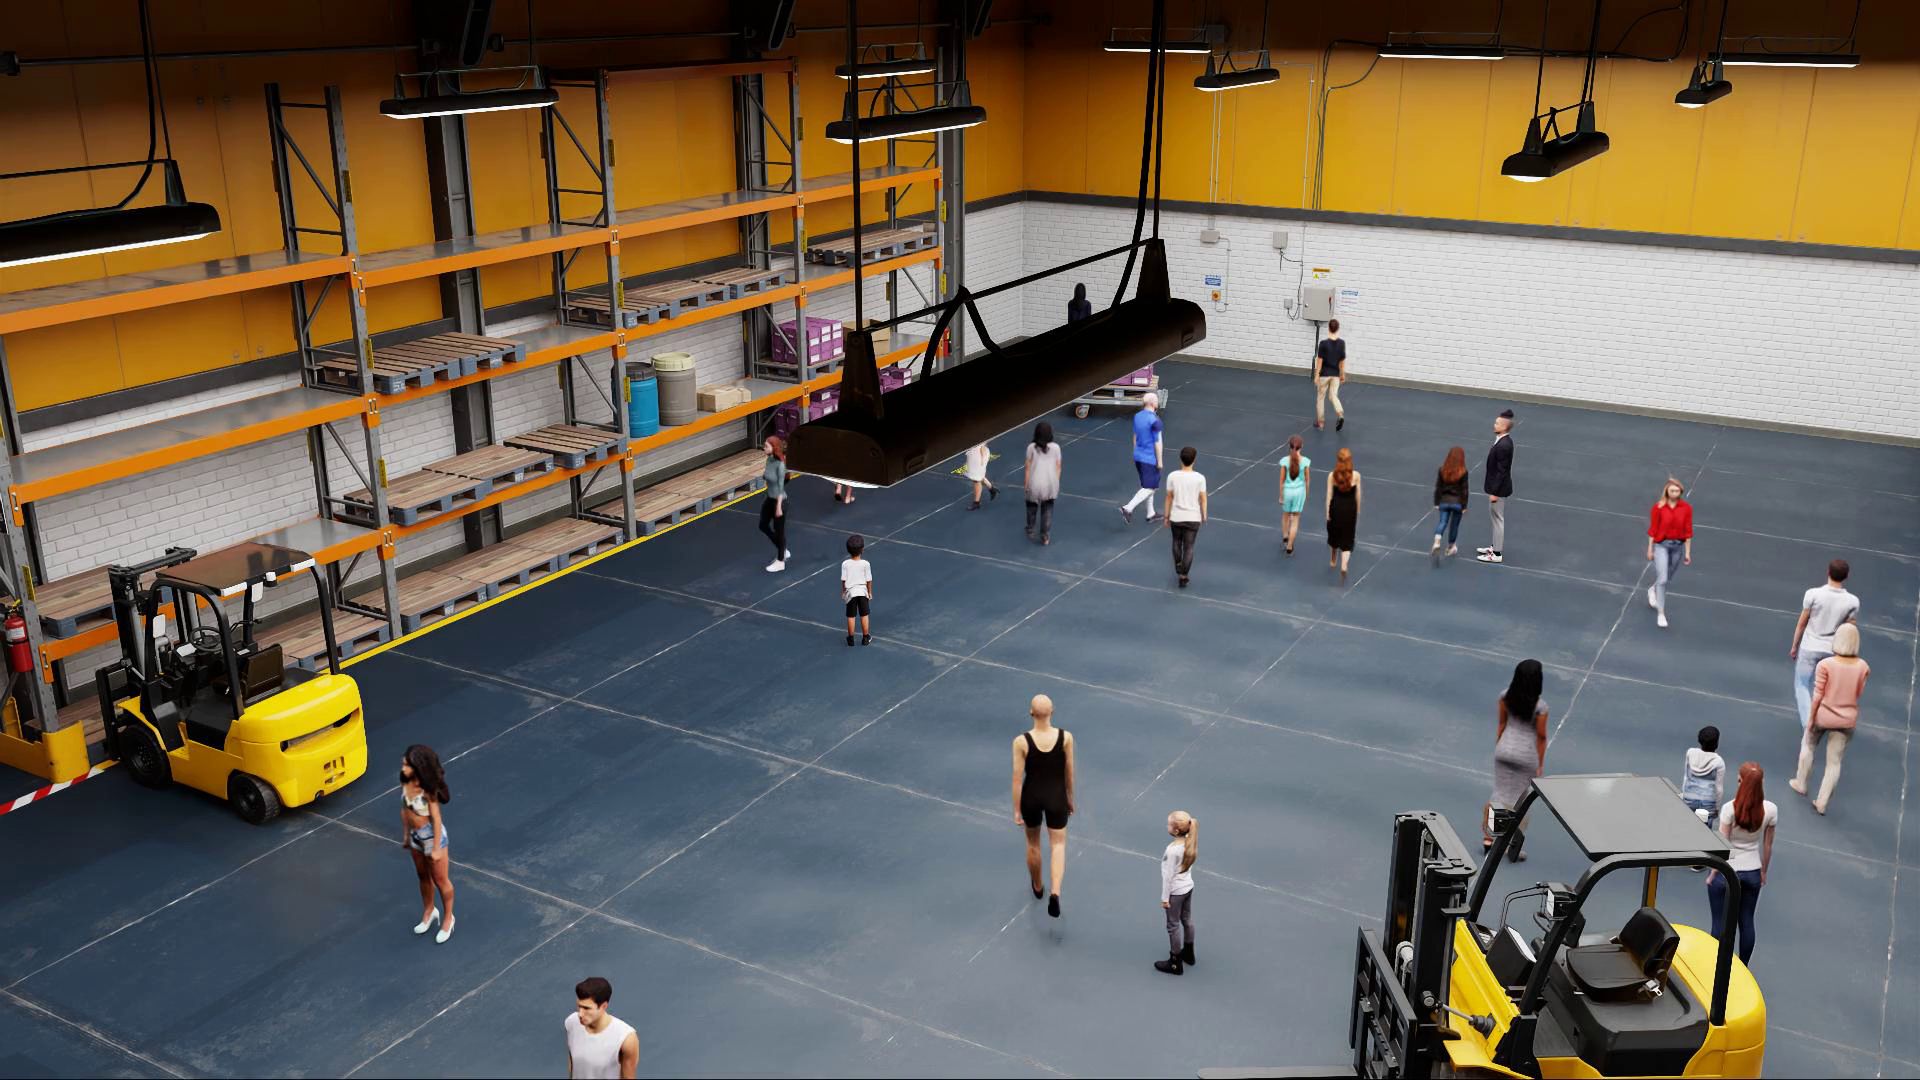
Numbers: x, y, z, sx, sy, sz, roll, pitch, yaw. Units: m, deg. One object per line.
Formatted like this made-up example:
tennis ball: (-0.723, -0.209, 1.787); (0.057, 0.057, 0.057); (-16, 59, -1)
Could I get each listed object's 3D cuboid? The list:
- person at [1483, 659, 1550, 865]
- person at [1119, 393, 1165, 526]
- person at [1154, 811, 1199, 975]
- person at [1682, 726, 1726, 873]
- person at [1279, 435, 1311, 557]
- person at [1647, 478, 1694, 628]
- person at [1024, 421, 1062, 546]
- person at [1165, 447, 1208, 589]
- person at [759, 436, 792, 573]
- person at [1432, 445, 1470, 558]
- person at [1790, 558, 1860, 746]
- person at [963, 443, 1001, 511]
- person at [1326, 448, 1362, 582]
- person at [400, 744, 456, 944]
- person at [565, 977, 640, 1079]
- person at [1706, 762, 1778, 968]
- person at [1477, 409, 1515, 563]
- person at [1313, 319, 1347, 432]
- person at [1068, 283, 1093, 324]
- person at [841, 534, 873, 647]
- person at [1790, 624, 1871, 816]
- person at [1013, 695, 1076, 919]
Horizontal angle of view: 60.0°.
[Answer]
person: (4.603, 1.825, 13.759); (0.627, 1.775, 0.626); (17, 25, 41)
person: (2.446, -1.053, 22.232); (1.169, 1.821, 0.997); (-11, 22, -29)
person: (1.623, 2.585, 12.287); (0.580, 1.274, 0.461); (14, 23, 36)
person: (6.086, 2.116, 13.703); (0.509, 1.258, 0.536); (16, 25, 40)
person: (4.253, -0.550, 21.198); (0.707, 1.529, 0.983); (5, 19, 14)
person: (8.093, 0.100, 19.042); (0.911, 1.672, 1.180); (2, 19, 5)
person: (1.070, -0.719, 21.614); (0.912, 1.582, 1.007); (-2, 19, -6)
person: (2.708, -0.255, 20.062); (0.803, 1.694, 1.050); (5, 19, 15)
person: (-2.206, -0.455, 20.588); (0.745, 1.738, 0.710); (-11, 22, -30)
person: (6.193, -0.459, 21.017); (0.563, 1.470, 0.773); (11, 21, 28)
person: (8.200, 1.098, 15.832); (0.837, 1.830, 1.141); (5, 19, 15)
person: (0.326, -1.162, 22.989); (0.852, 1.545, 0.806); (-3, 19, -10)
person: (4.692, -0.305, 20.362); (0.757, 1.598, 1.086); (5, 19, 14)
person: (-4.038, 2.285, 12.627); (0.581, 1.626, 0.584); (13, 23, 35)
person: (-1.986, 3.238, 9.559); (0.667, 1.778, 0.727); (9, 21, 26)
person: (5.630, 2.421, 12.049); (0.652, 1.737, 0.665); (0, 19, 1)
person: (6.797, -0.696, 20.967); (0.820, 1.953, 0.603); (6, 19, 16)
person: (6.011, -2.614, 26.846); (1.028, 1.835, 1.096); (-5, 19, -14)
person: (2.215, -3.907, 30.843); (0.643, 1.734, 0.580); (6, 20, 18)
person: (-1.143, 0.555, 18.339); (0.571, 1.259, 0.611); (-1, 19, -4)
person: (7.670, 1.598, 14.544); (0.728, 1.704, 0.870); (3, 19, 10)
person: (0.672, 2.085, 12.947); (0.974, 1.801, 1.108); (-1, 19, -4)
